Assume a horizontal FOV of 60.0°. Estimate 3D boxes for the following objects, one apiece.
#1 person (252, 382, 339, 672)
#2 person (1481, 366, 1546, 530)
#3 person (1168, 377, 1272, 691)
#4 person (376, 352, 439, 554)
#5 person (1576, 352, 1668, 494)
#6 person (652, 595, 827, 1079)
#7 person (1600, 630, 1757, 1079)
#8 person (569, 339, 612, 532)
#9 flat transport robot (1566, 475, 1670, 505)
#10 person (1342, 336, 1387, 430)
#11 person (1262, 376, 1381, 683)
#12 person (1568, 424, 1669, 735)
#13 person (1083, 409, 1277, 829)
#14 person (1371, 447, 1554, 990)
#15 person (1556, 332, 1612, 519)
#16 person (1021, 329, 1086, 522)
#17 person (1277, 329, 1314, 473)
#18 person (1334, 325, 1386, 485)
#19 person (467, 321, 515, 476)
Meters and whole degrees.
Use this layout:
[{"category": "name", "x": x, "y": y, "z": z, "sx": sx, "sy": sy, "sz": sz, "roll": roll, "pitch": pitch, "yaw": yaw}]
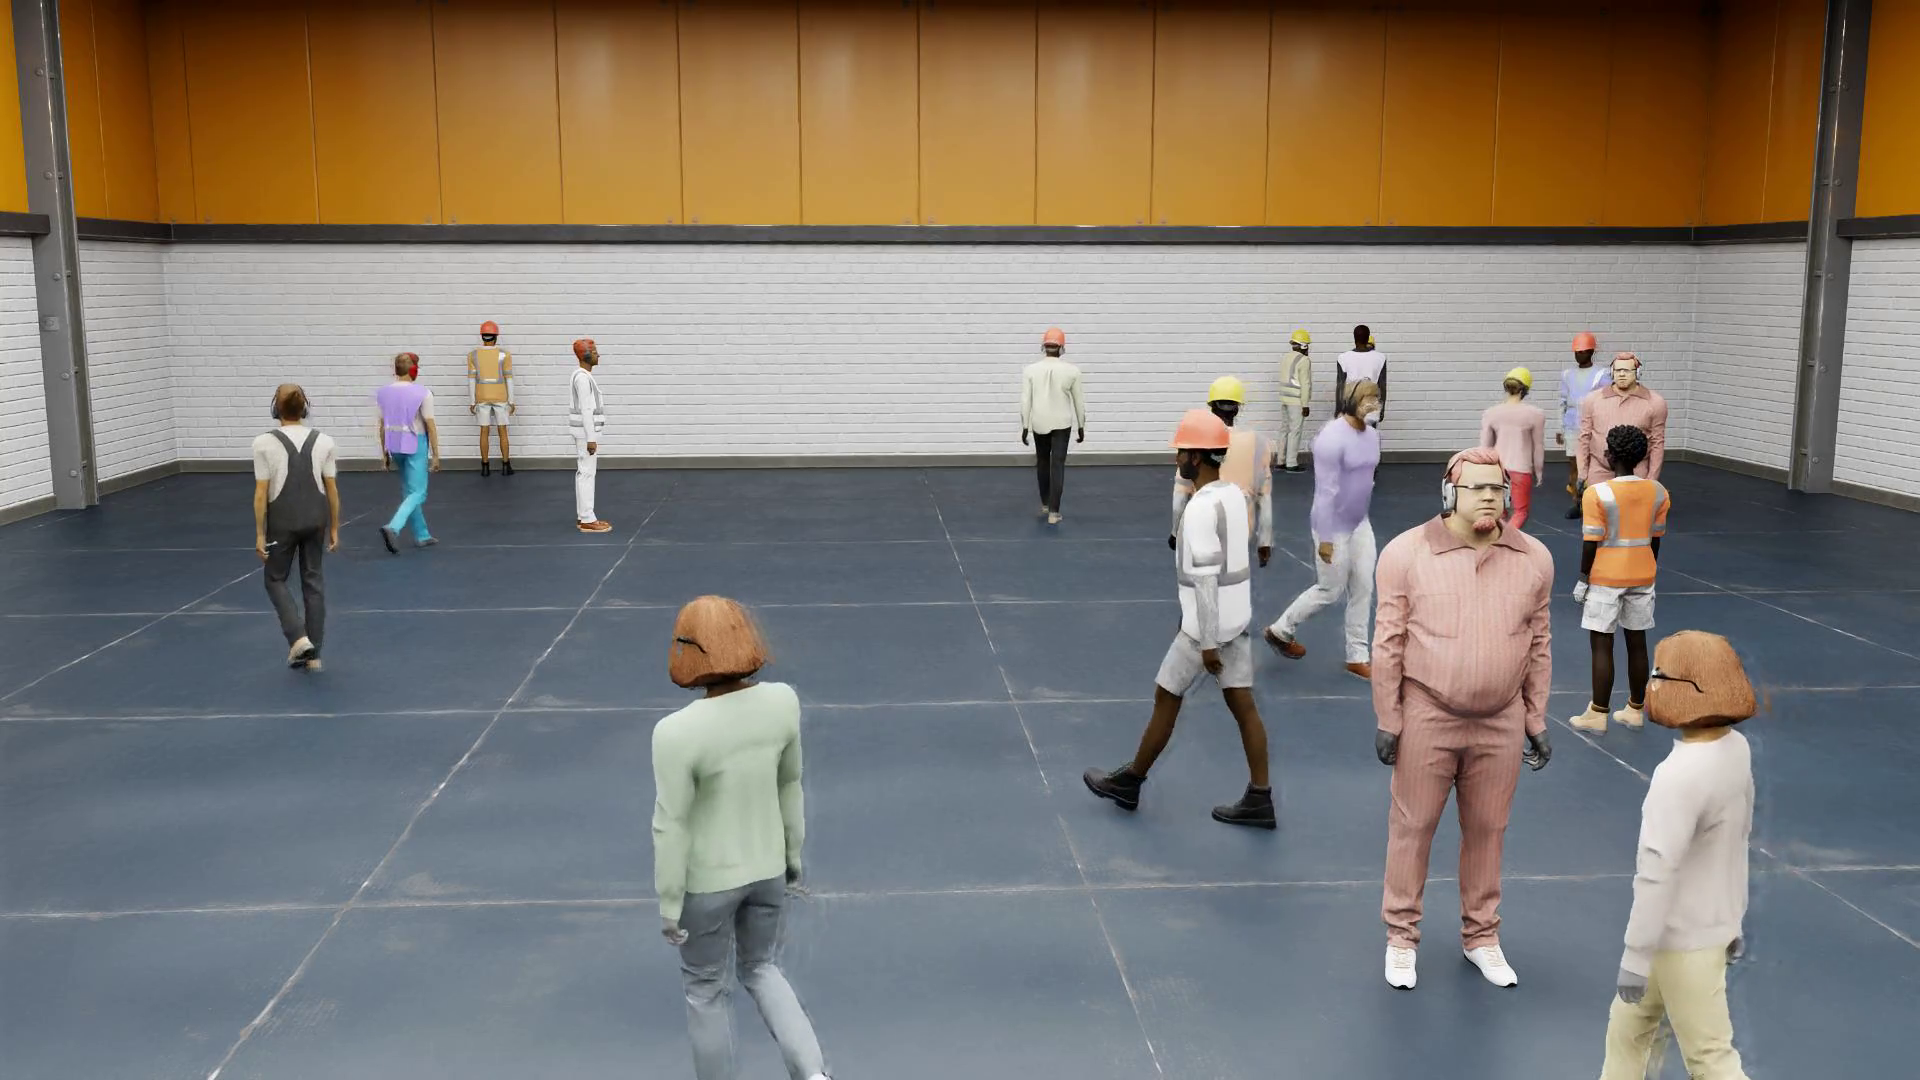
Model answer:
[{"category": "person", "x": -4.159, "y": -0.068, "z": 10.436, "sx": 0.534, "sy": 1.830, "sz": 0.405, "roll": -7, "pitch": 12, "yaw": -39}, {"category": "person", "x": 4.596, "y": -0.583, "z": 13.934, "sx": 0.533, "sy": 1.740, "sz": 0.557, "roll": 6, "pitch": 11, "yaw": 34}, {"category": "person", "x": 1.569, "y": -0.060, "z": 10.241, "sx": 0.579, "sy": 1.868, "sz": 0.961, "roll": -4, "pitch": 10, "yaw": -22}, {"category": "person", "x": -4.998, "y": -0.789, "z": 15.014, "sx": 0.575, "sy": 1.819, "sz": 0.815, "roll": 3, "pitch": 10, "yaw": 20}, {"category": "person", "x": 5.135, "y": -0.509, "z": 12.974, "sx": 0.643, "sy": 1.909, "sz": 0.410, "roll": 5, "pitch": 10, "yaw": 26}, {"category": "person", "x": -0.613, "y": 0.957, "z": 4.654, "sx": 0.517, "sy": 1.618, "sz": 0.501, "roll": -8, "pitch": 12, "yaw": -42}, {"category": "person", "x": 1.910, "y": 1.024, "z": 4.325, "sx": 0.833, "sy": 1.593, "sz": 0.510, "roll": 7, "pitch": 12, "yaw": 39}, {"category": "person", "x": -3.629, "y": -1.019, "z": 16.246, "sx": 0.356, "sy": 1.884, "sz": 0.574, "roll": -3, "pitch": 9, "yaw": -17}, {"category": "flat transport robot", "x": 7.234, "y": -0.547, "z": 18.329, "sx": 0.652, "sy": 0.197, "sz": 1.431, "roll": 0, "pitch": 9, "yaw": 3}, {"category": "person", "x": 5.109, "y": -1.709, "z": 20.999, "sx": 0.550, "sy": 1.757, "sz": 0.317, "roll": 0, "pitch": 9, "yaw": 1}, {"category": "person", "x": 2.290, "y": -0.082, "z": 10.329, "sx": 0.638, "sy": 1.904, "sz": 0.758, "roll": -8, "pitch": 12, "yaw": -41}, {"category": "person", "x": 3.585, "y": 0.219, "z": 9.063, "sx": 0.535, "sy": 1.697, "sz": 0.318, "roll": -3, "pitch": 10, "yaw": -19}, {"category": "person", "x": 1.045, "y": 0.350, "z": 7.622, "sx": 0.994, "sy": 1.885, "sz": 0.558, "roll": 6, "pitch": 11, "yaw": 33}, {"category": "person", "x": 1.765, "y": 0.627, "z": 5.832, "sx": 0.639, "sy": 1.911, "sz": 0.407, "roll": 0, "pitch": 9, "yaw": -2}, {"category": "person", "x": 6.372, "y": -1.163, "z": 17.022, "sx": 0.416, "sy": 1.924, "sz": 0.575, "roll": -8, "pitch": 12, "yaw": -42}, {"category": "person", "x": 0.984, "y": -1.191, "z": 17.130, "sx": 0.638, "sy": 1.942, "sz": 0.972, "roll": 2, "pitch": 9, "yaw": 15}, {"category": "person", "x": 4.276, "y": -1.760, "z": 21.142, "sx": 0.419, "sy": 1.820, "sz": 0.604, "roll": -2, "pitch": 9, "yaw": -14}, {"category": "person", "x": 4.728, "y": -1.575, "z": 19.639, "sx": 0.597, "sy": 1.915, "sz": 0.370, "roll": 0, "pitch": 9, "yaw": 0}, {"category": "person", "x": -5.838, "y": -1.761, "z": 20.748, "sx": 0.552, "sy": 1.932, "sz": 0.377, "roll": -1, "pitch": 9, "yaw": -9}]
